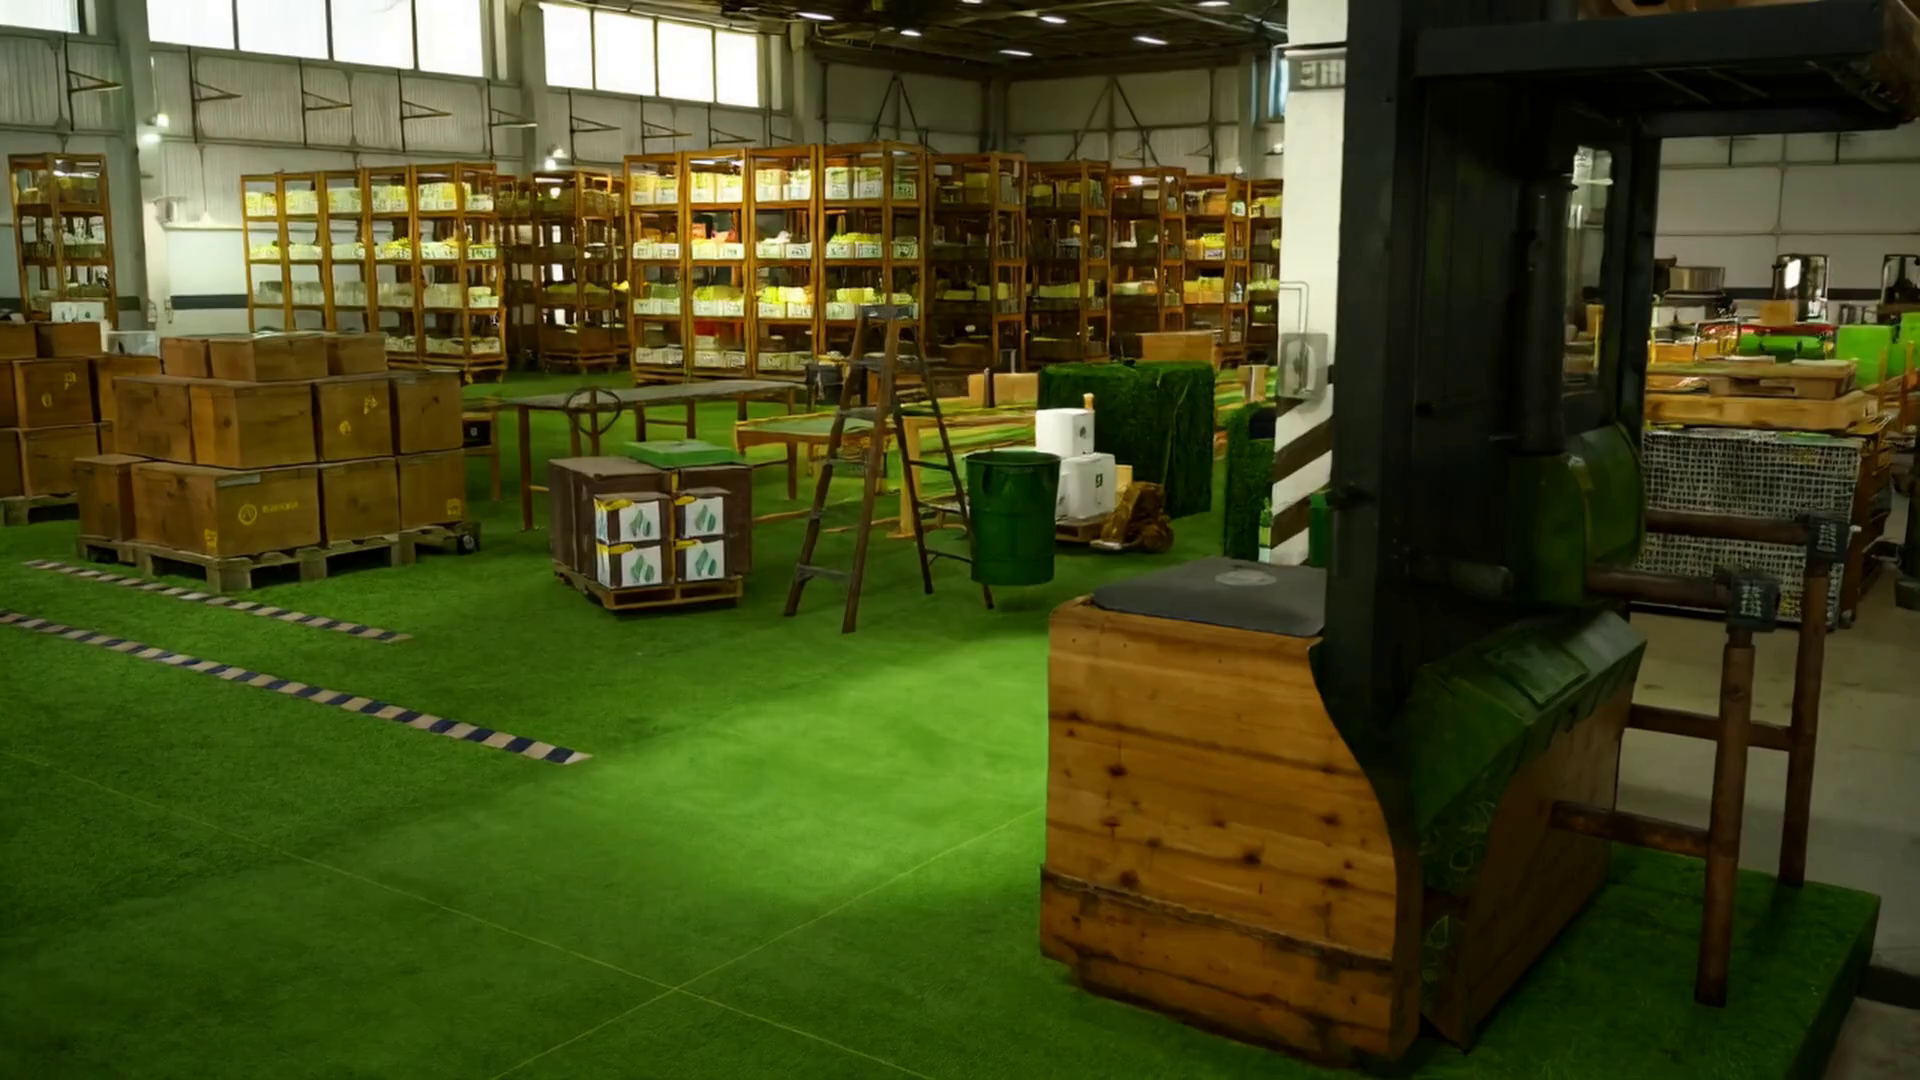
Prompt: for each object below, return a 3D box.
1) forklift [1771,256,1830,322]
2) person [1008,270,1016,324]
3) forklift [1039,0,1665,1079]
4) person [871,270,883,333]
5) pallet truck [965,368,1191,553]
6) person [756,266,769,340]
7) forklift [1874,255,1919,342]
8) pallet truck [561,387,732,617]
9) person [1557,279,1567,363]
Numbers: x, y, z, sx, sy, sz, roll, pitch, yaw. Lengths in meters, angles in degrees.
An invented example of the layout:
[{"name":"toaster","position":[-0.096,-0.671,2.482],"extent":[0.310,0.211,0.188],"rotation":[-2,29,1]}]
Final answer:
[{"name":"forklift","position":[20.253,-5.854,40.139],"extent":[1.157,1.987,2.680],"rotation":[7,12,35]},{"name":"person","position":[1.067,-5.466,39.297],"extent":[0.582,1.812,0.911],"rotation":[7,12,36]},{"name":"forklift","position":[1.249,-0.137,4.360],"extent":[1.873,2.768,1.129],"rotation":[7,12,35]},{"name":"person","position":[-1.689,-4.521,33.583],"extent":[0.404,1.830,0.599],"rotation":[1,10,6]},{"name":"pallet truck","position":[0.845,-0.609,11.869],"extent":[1.630,1.274,0.653],"rotation":[7,12,35]},{"name":"person","position":[-3.490,-3.930,29.579],"extent":[0.391,1.995,0.613],"rotation":[3,10,16]},{"name":"forklift","position":[22.089,-5.634,38.796],"extent":[1.157,1.987,2.680],"rotation":[6,11,33]},{"name":"pallet truck","position":[-1.981,-0.274,10.088],"extent":[0.680,1.201,1.601],"rotation":[-5,11,-28]},{"name":"person","position":[11.545,-4.275,32.507],"extent":[0.961,1.695,0.534],"rotation":[-7,12,-38]}]
